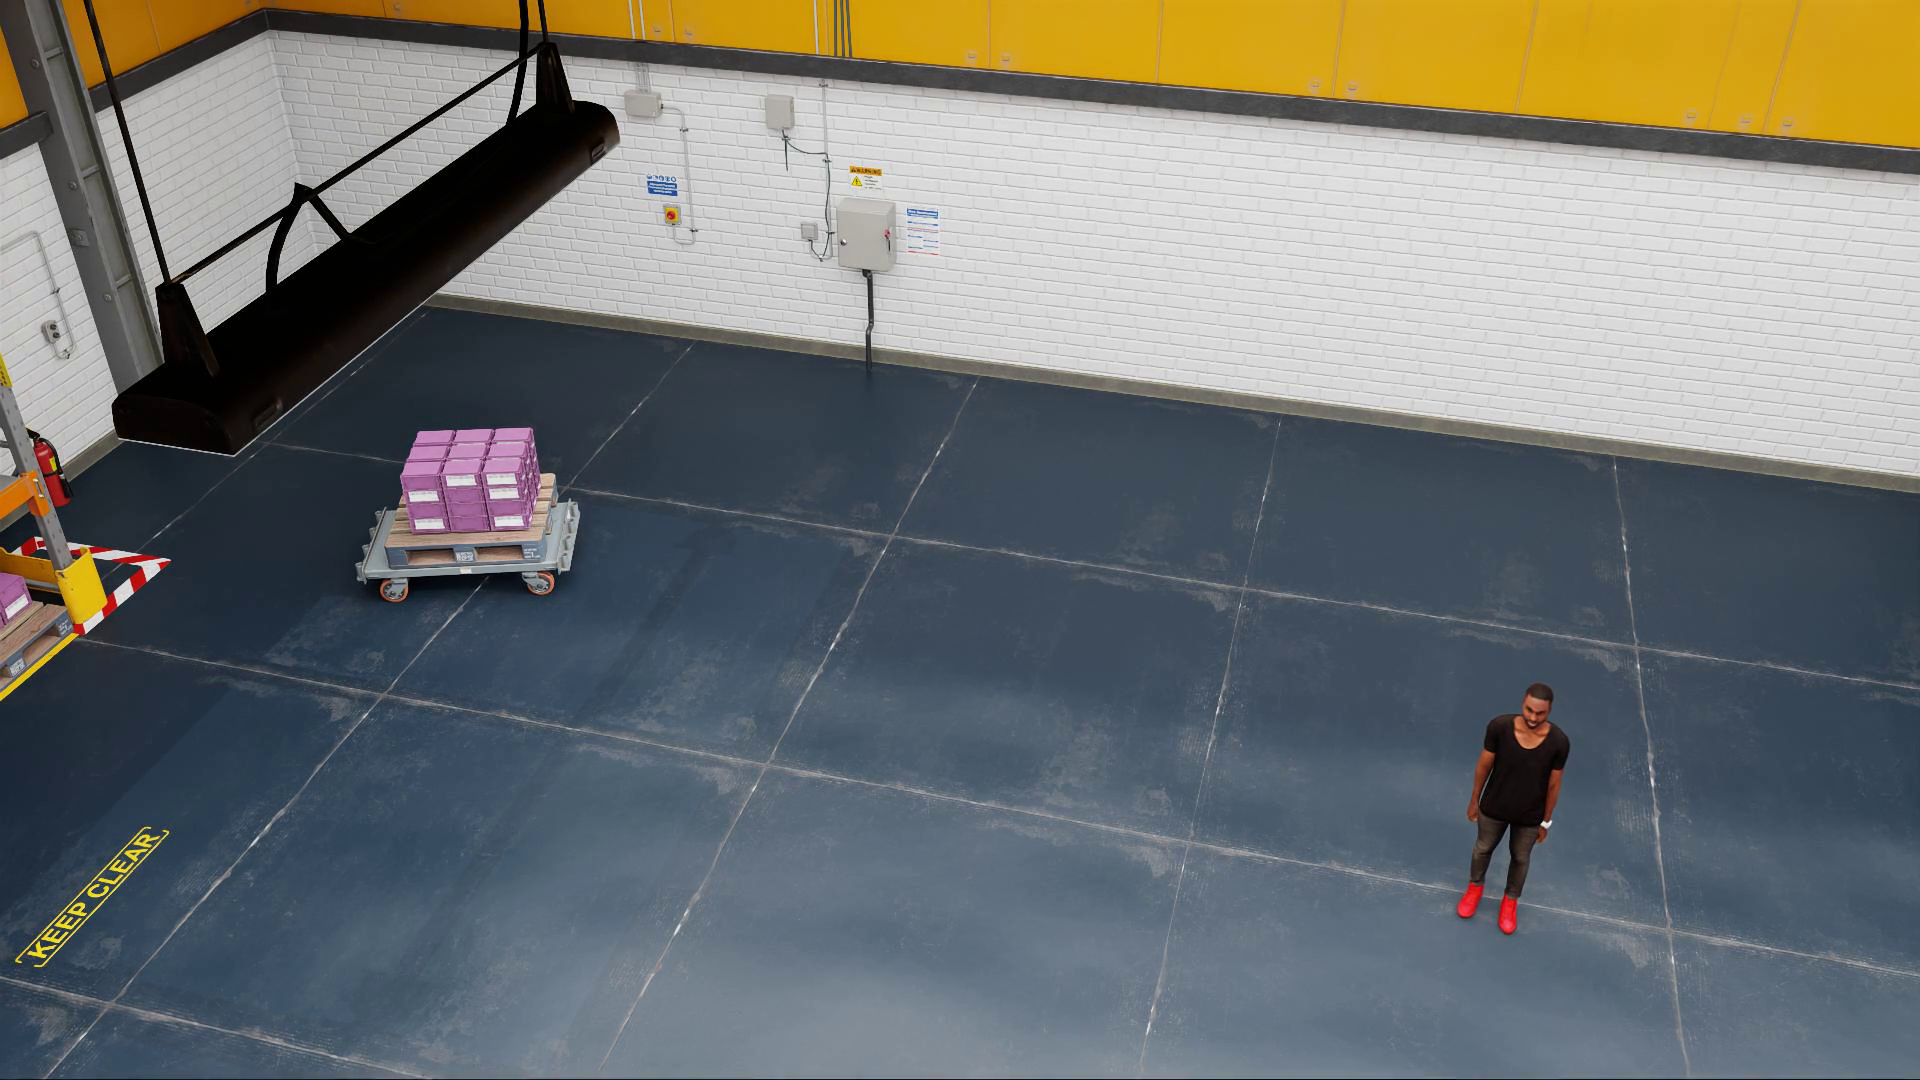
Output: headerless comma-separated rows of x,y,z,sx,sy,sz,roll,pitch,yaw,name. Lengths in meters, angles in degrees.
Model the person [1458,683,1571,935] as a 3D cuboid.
3.320,1.572,9.961,0.673,1.803,0.598,15,36,21,person
